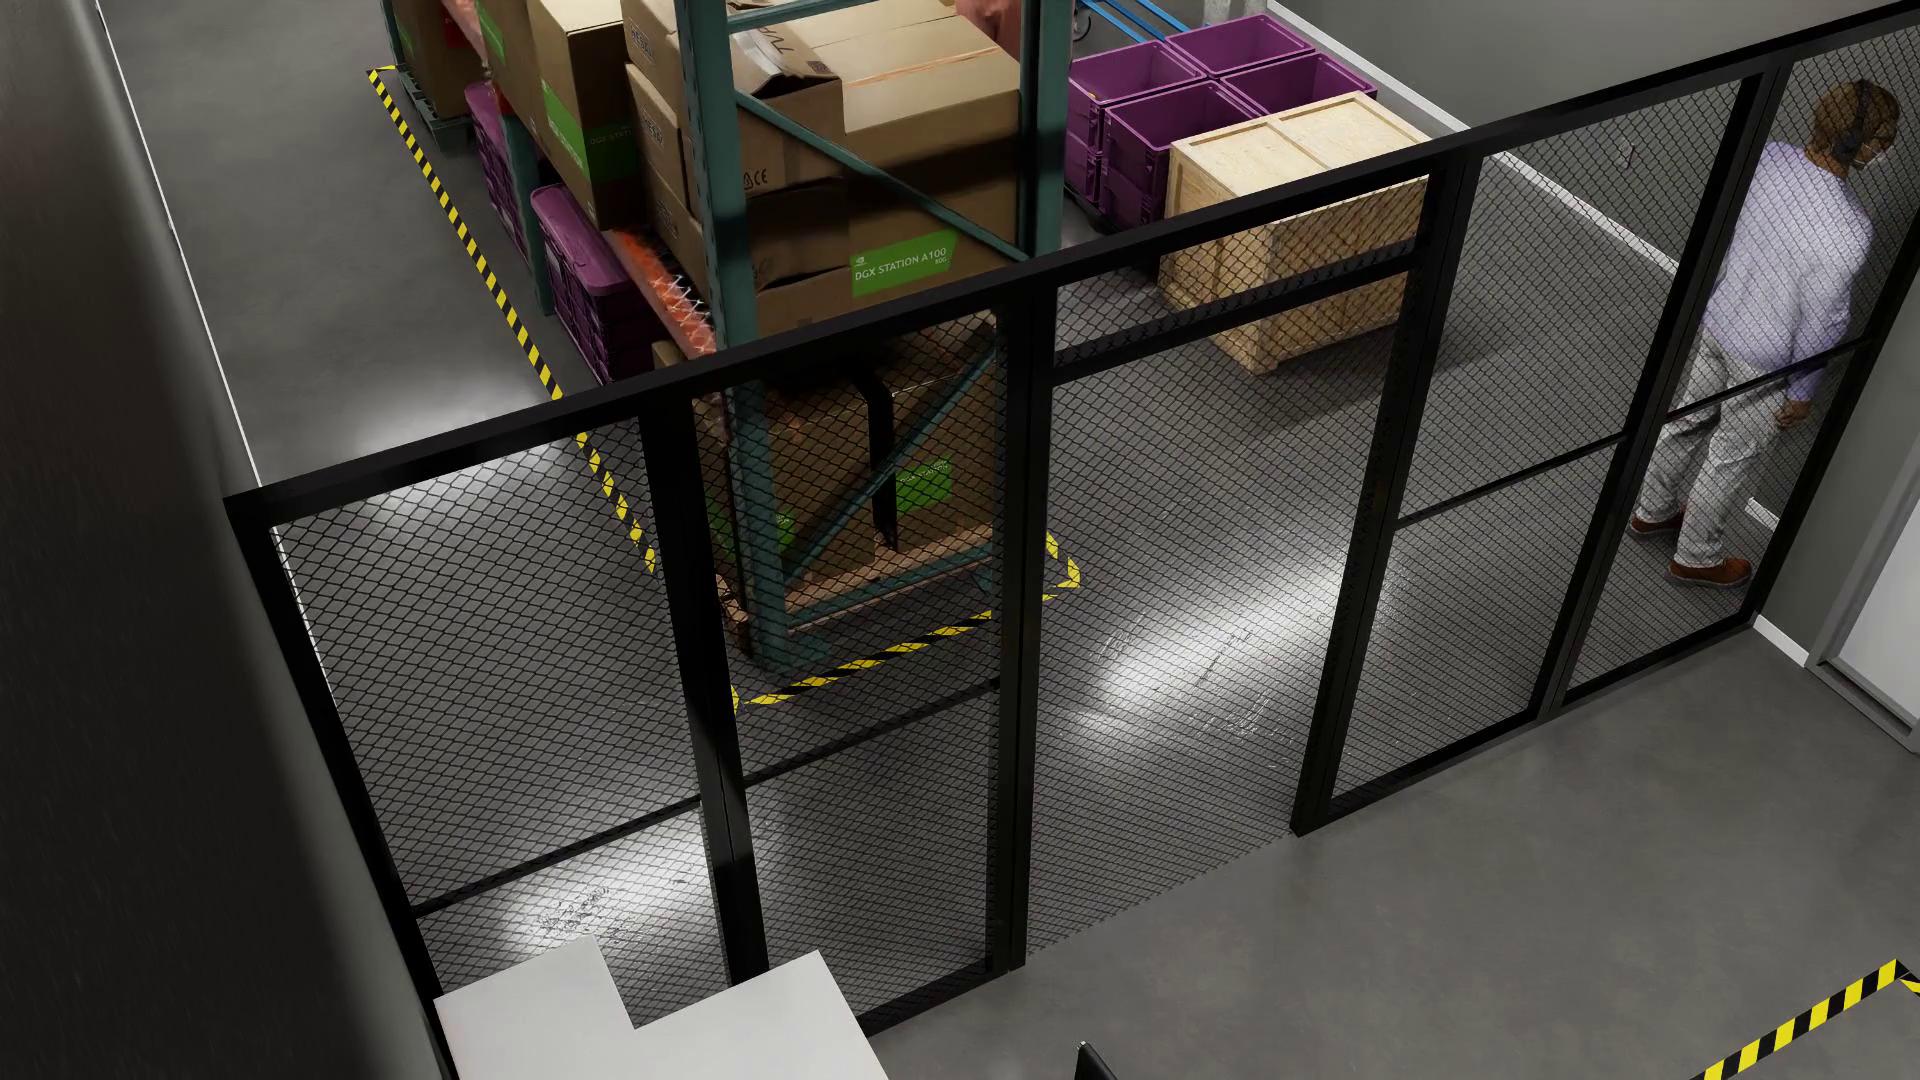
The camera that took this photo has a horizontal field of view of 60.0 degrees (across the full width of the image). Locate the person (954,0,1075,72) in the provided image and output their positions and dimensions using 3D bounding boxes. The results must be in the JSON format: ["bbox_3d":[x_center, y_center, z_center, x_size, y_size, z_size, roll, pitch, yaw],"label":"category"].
[{"bbox_3d":[0.200,-1.816,6.893,0.614,1.990,0.401,-30,50,-29],"label":"person"}]

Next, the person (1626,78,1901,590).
[{"bbox_3d":[2.727,-0.666,5.676,0.372,1.938,0.630,-8,43,-9],"label":"person"}]

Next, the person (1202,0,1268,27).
[{"bbox_3d":[1.433,-3.272,8.601,0.587,1.835,0.403,-17,45,-18],"label":"person"}]
